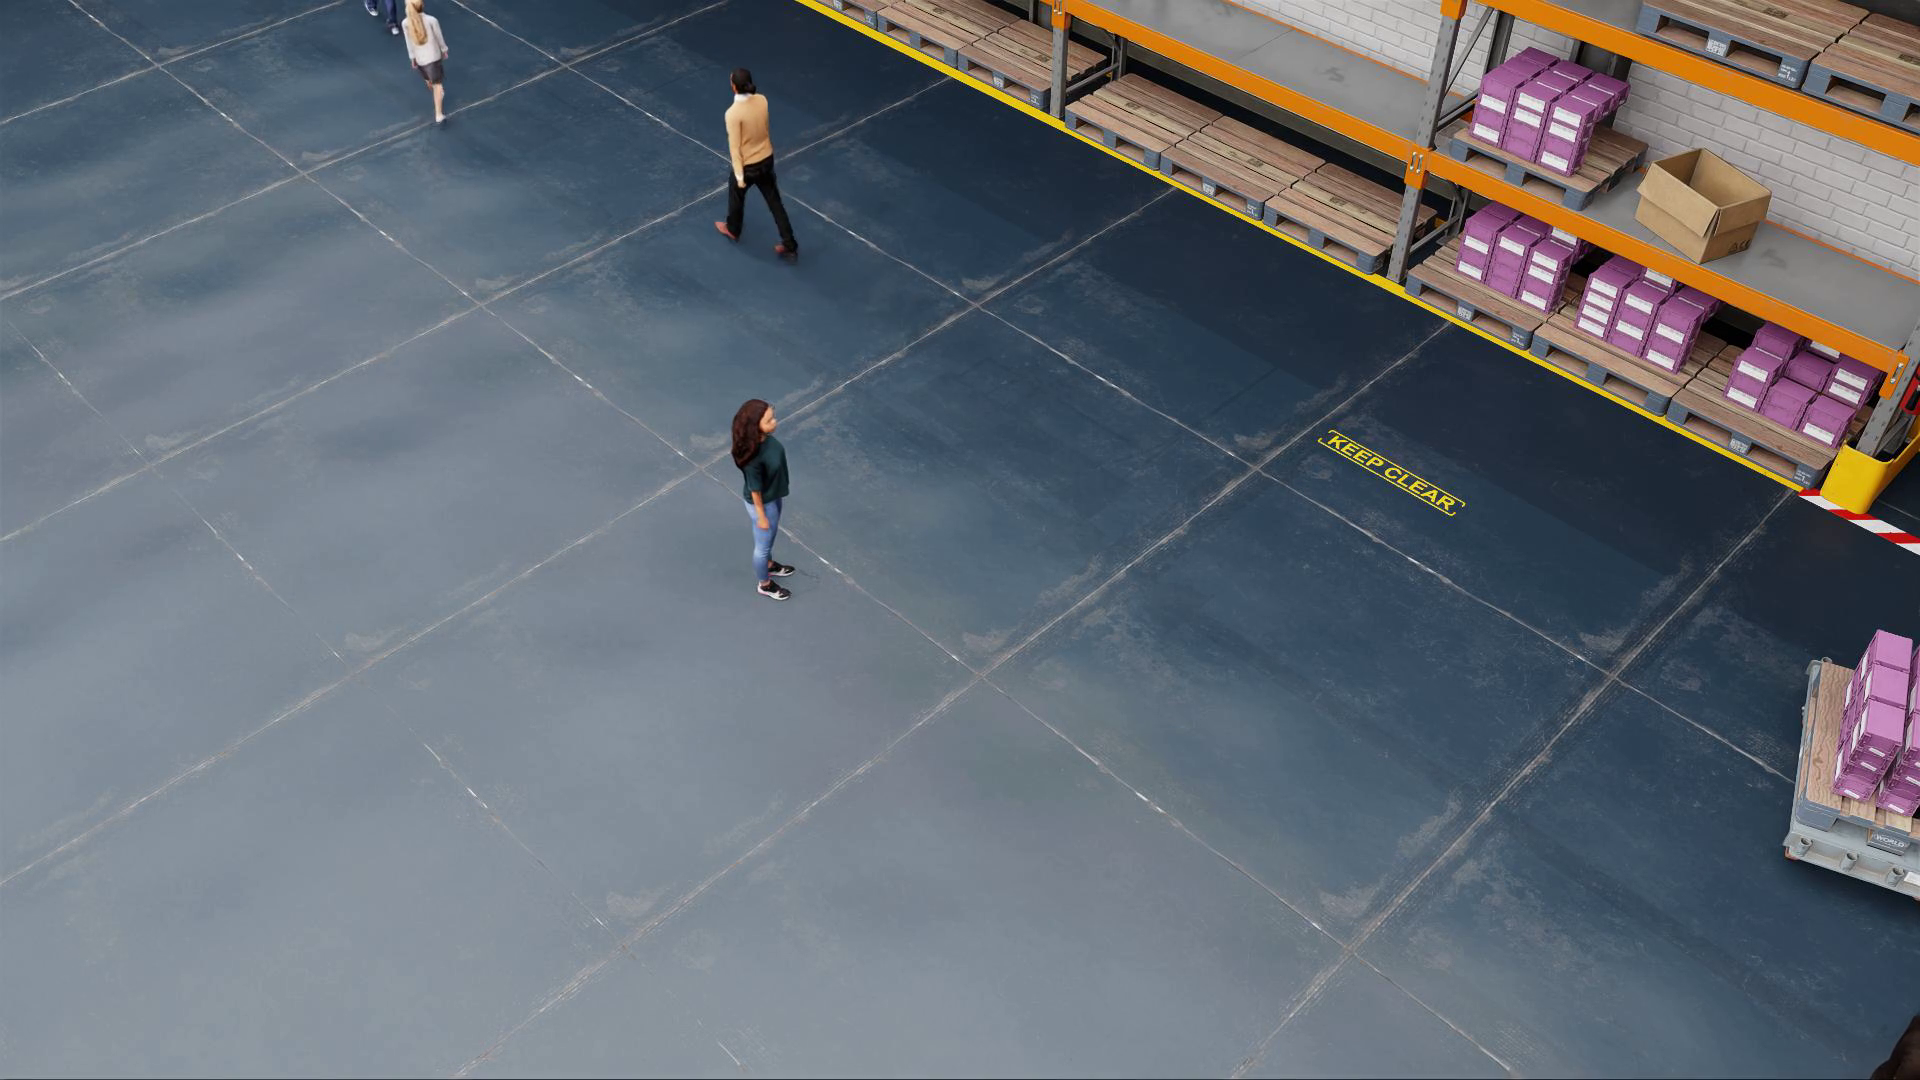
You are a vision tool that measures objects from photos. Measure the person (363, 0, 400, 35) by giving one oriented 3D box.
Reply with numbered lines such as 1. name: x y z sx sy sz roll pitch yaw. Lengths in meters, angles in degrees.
1. person: -6.125 -6.037 17.347 0.758 1.527 1.048 -20 47 -19

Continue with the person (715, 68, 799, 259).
1. person: -1.709 -3.163 14.199 1.176 1.709 0.706 32 52 29

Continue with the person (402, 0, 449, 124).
1. person: -5.149 -4.652 16.095 0.853 1.248 0.943 -3 44 -3

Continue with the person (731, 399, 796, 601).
1. person: -1.330 -0.293 11.252 0.766 1.617 0.714 3 44 3
